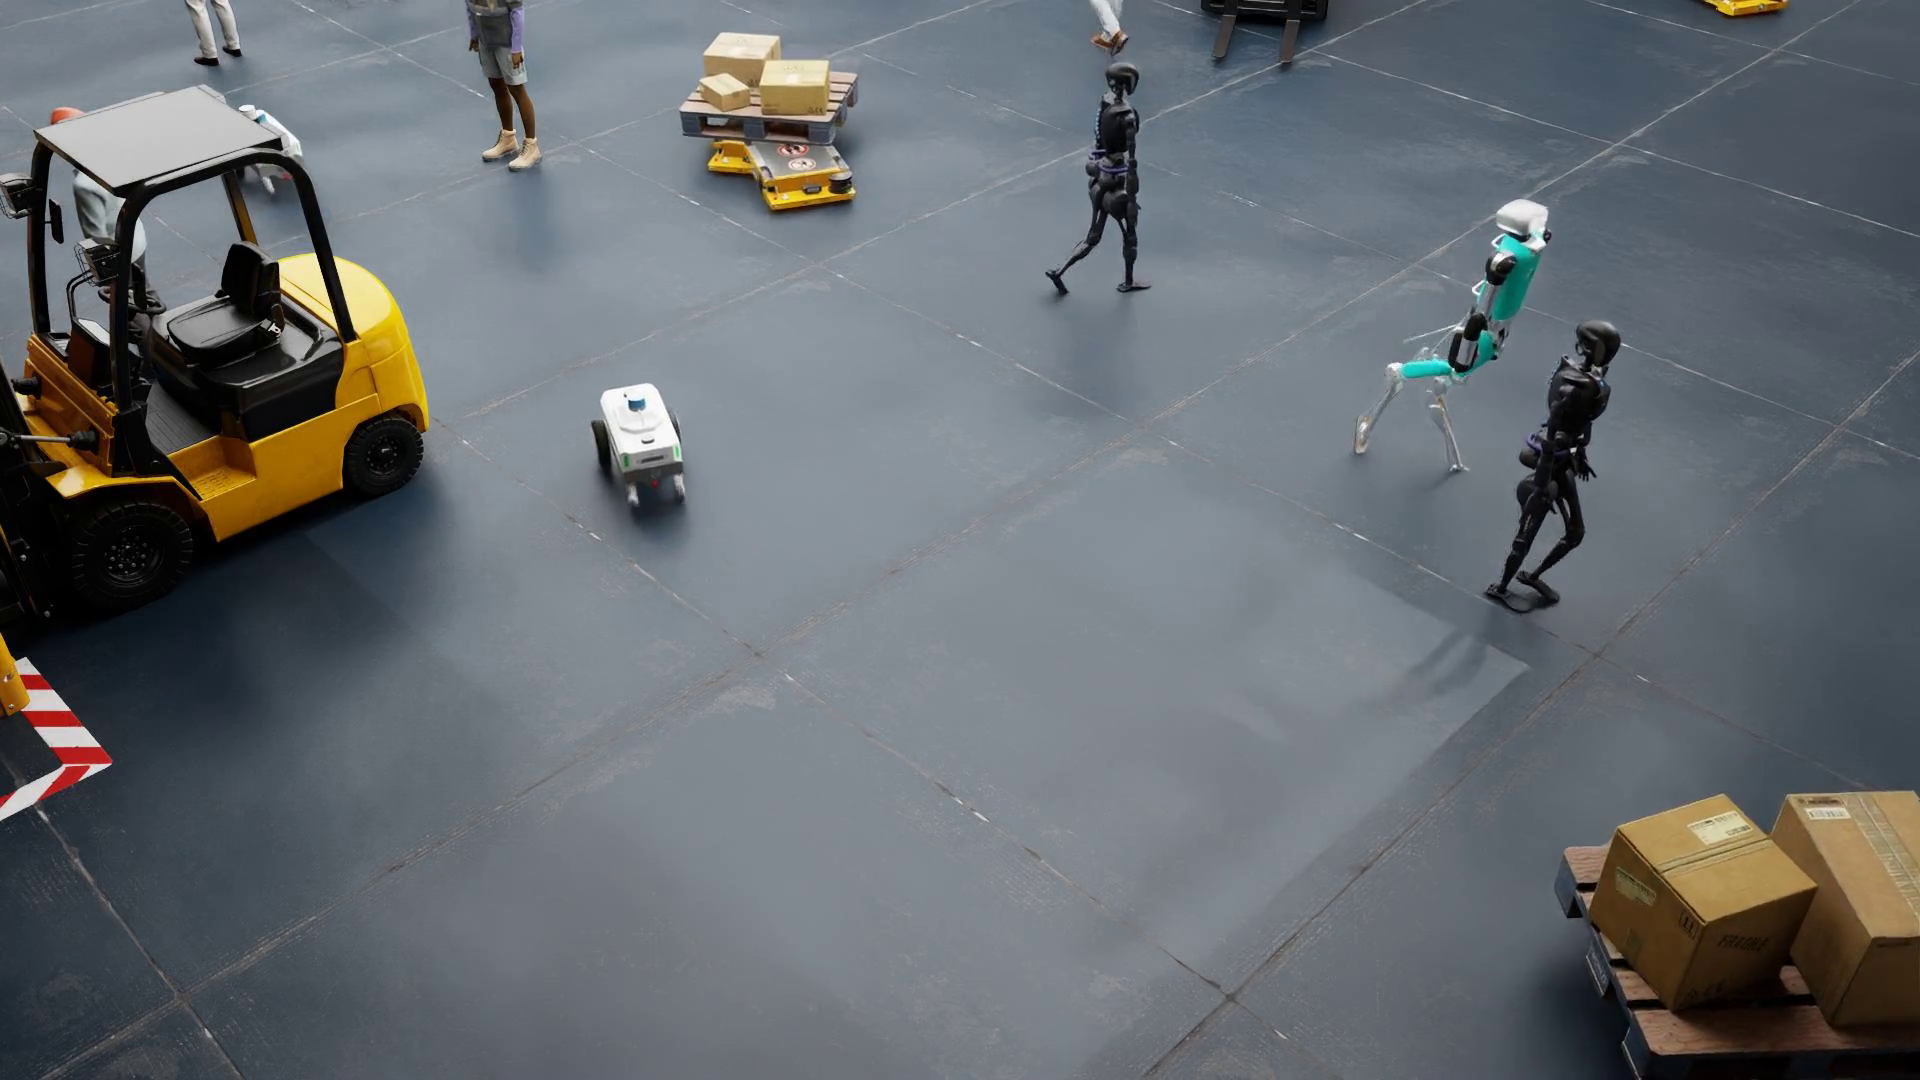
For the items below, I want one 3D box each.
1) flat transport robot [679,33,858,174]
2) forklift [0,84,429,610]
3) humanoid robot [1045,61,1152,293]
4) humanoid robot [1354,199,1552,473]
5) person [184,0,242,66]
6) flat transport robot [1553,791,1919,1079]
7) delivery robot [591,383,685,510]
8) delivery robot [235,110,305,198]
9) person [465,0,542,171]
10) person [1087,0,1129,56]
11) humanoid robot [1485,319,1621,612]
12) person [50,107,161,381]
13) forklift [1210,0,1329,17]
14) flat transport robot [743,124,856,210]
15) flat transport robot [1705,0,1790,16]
[{"bbox_3d":[-1.510,-3.319,13.439,0.659,0.231,1.431,6,37,8],"label":"flat transport robot"},{"bbox_3d":[-4.145,-1.093,8.856,2.313,2.155,1.214,-31,47,-34],"label":"forklift"},{"bbox_3d":[0.961,-2.368,11.034,0.748,1.646,0.608,-12,38,-16],"label":"humanoid robot"},{"bbox_3d":[2.682,-1.179,9.371,0.967,1.772,0.547,28,45,32],"label":"humanoid robot"},{"bbox_3d":[-6.688,-5.044,14.484,0.384,1.781,0.550,20,41,25],"label":"person"},{"bbox_3d":[3.069,1.788,6.603,0.659,0.231,1.431,-1,37,-2],"label":"flat transport robot"},{"bbox_3d":[-1.822,-0.577,9.523,0.499,0.585,0.772,-12,39,-16],"label":"delivery robot"},{"bbox_3d":[-5.337,-3.004,12.795,0.499,0.614,0.818,-25,43,-29],"label":"delivery robot"},{"bbox_3d":[-3.535,-3.832,12.643,0.607,2.048,0.365,26,44,30],"label":"person"},{"bbox_3d":[1.313,-5.136,14.503,0.671,1.907,0.620,-20,41,-25],"label":"person"},{"bbox_3d":[2.976,-0.350,8.289,0.393,1.644,0.608,25,44,30],"label":"humanoid robot"},{"bbox_3d":[-5.184,-1.807,10.189,0.348,1.738,0.572,-3,37,-4],"label":"person"},{"bbox_3d":[3.106,-6.400,15.960,1.214,2.155,2.313,8,37,10],"label":"forklift"},{"bbox_3d":[-1.326,-2.977,12.982,0.659,0.231,1.431,-12,38,-15],"label":"flat transport robot"},{"bbox_3d":[7.394,-5.502,16.361,0.659,0.231,1.431,-12,39,-16],"label":"flat transport robot"}]
